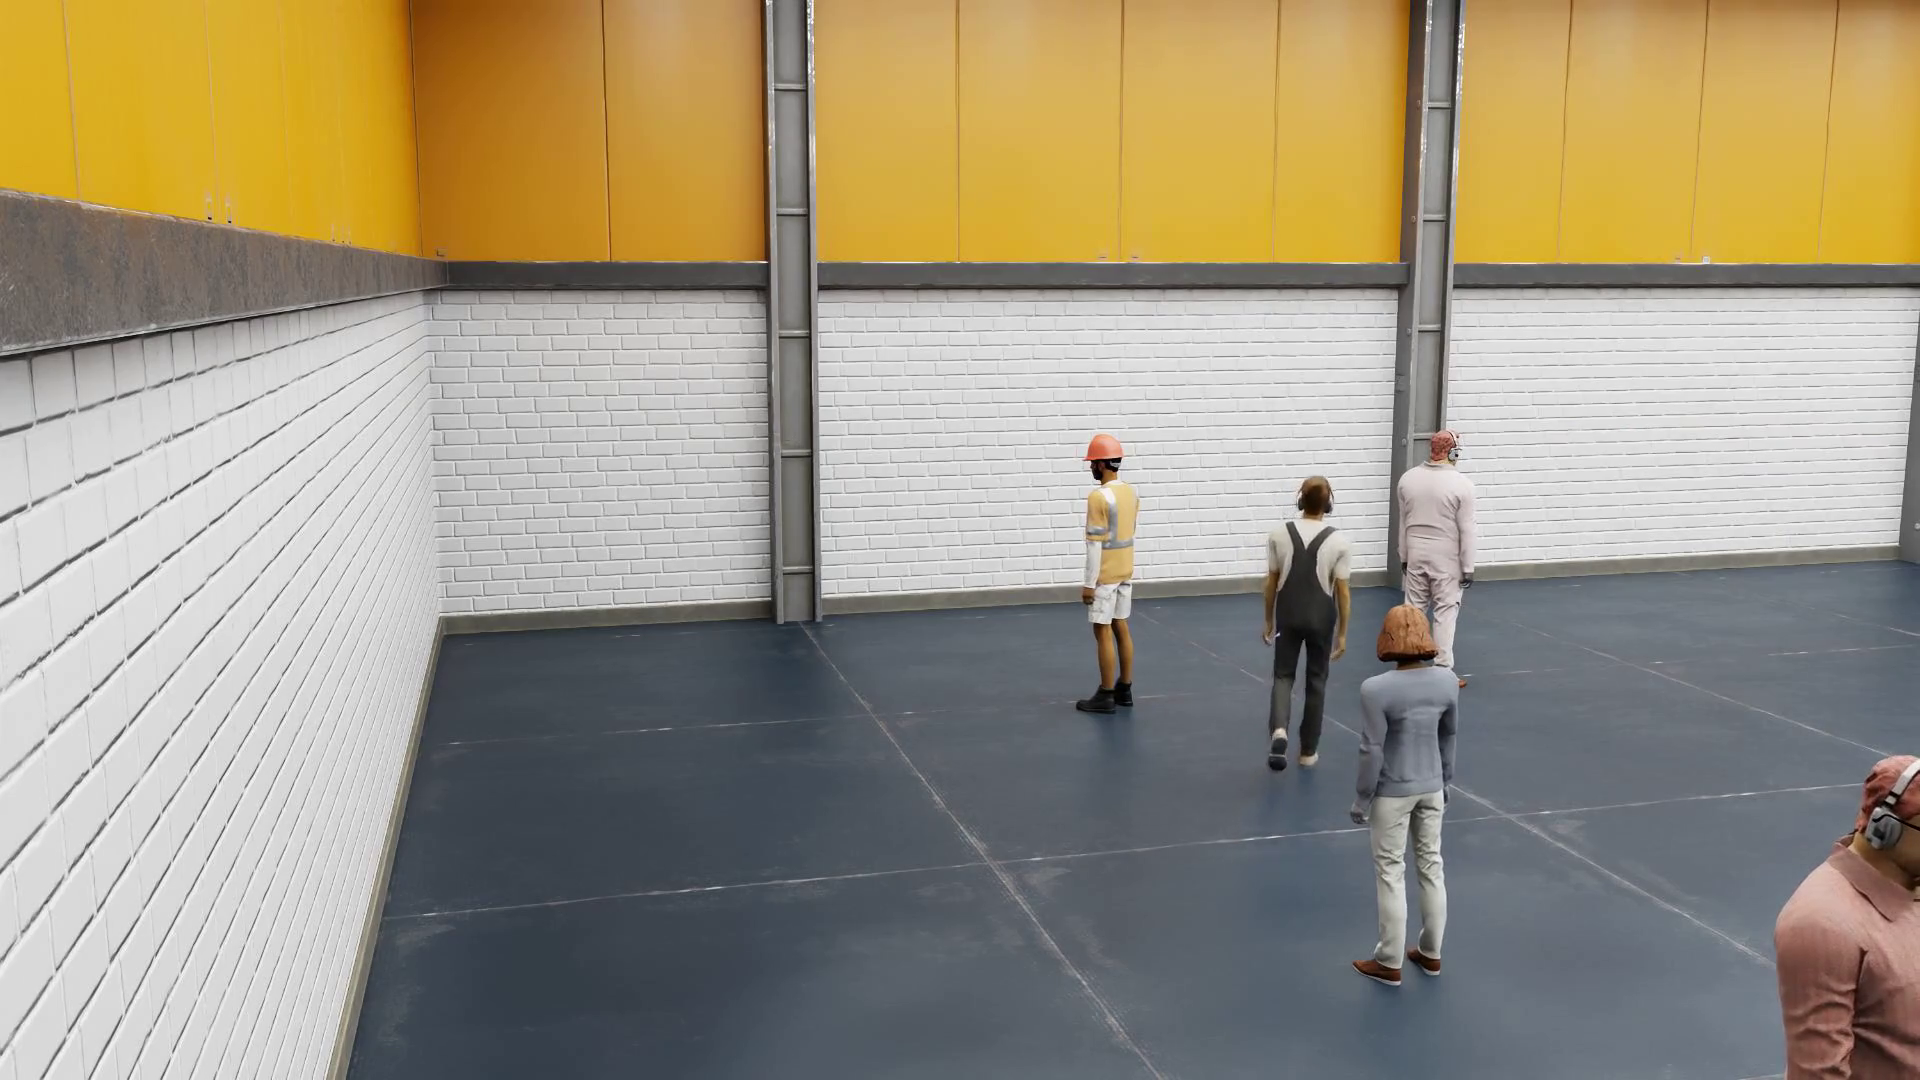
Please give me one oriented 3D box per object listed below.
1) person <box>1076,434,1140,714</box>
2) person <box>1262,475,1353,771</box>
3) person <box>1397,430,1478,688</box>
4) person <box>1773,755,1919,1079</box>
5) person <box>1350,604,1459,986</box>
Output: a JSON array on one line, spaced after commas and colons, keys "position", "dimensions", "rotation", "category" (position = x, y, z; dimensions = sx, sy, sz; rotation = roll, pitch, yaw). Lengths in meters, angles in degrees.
[{"position": [1.009, 0.232, 11.531], "dimensions": [0.382, 1.932, 0.541], "rotation": [6, 11, 34], "category": "person"}, {"position": [2.074, 0.522, 10.032], "dimensions": [0.539, 1.831, 0.621], "rotation": [3, 10, 21], "category": "person"}, {"position": [3.509, 0.142, 12.184], "dimensions": [0.402, 1.902, 0.640], "rotation": [-8, 12, -41], "category": "person"}, {"position": [2.220, 1.446, 4.038], "dimensions": [0.639, 1.902, 0.407], "rotation": [-8, 12, -41], "category": "person"}, {"position": [1.897, 1.084, 7.123], "dimensions": [0.503, 1.631, 0.283], "rotation": [-4, 10, -22], "category": "person"}]
